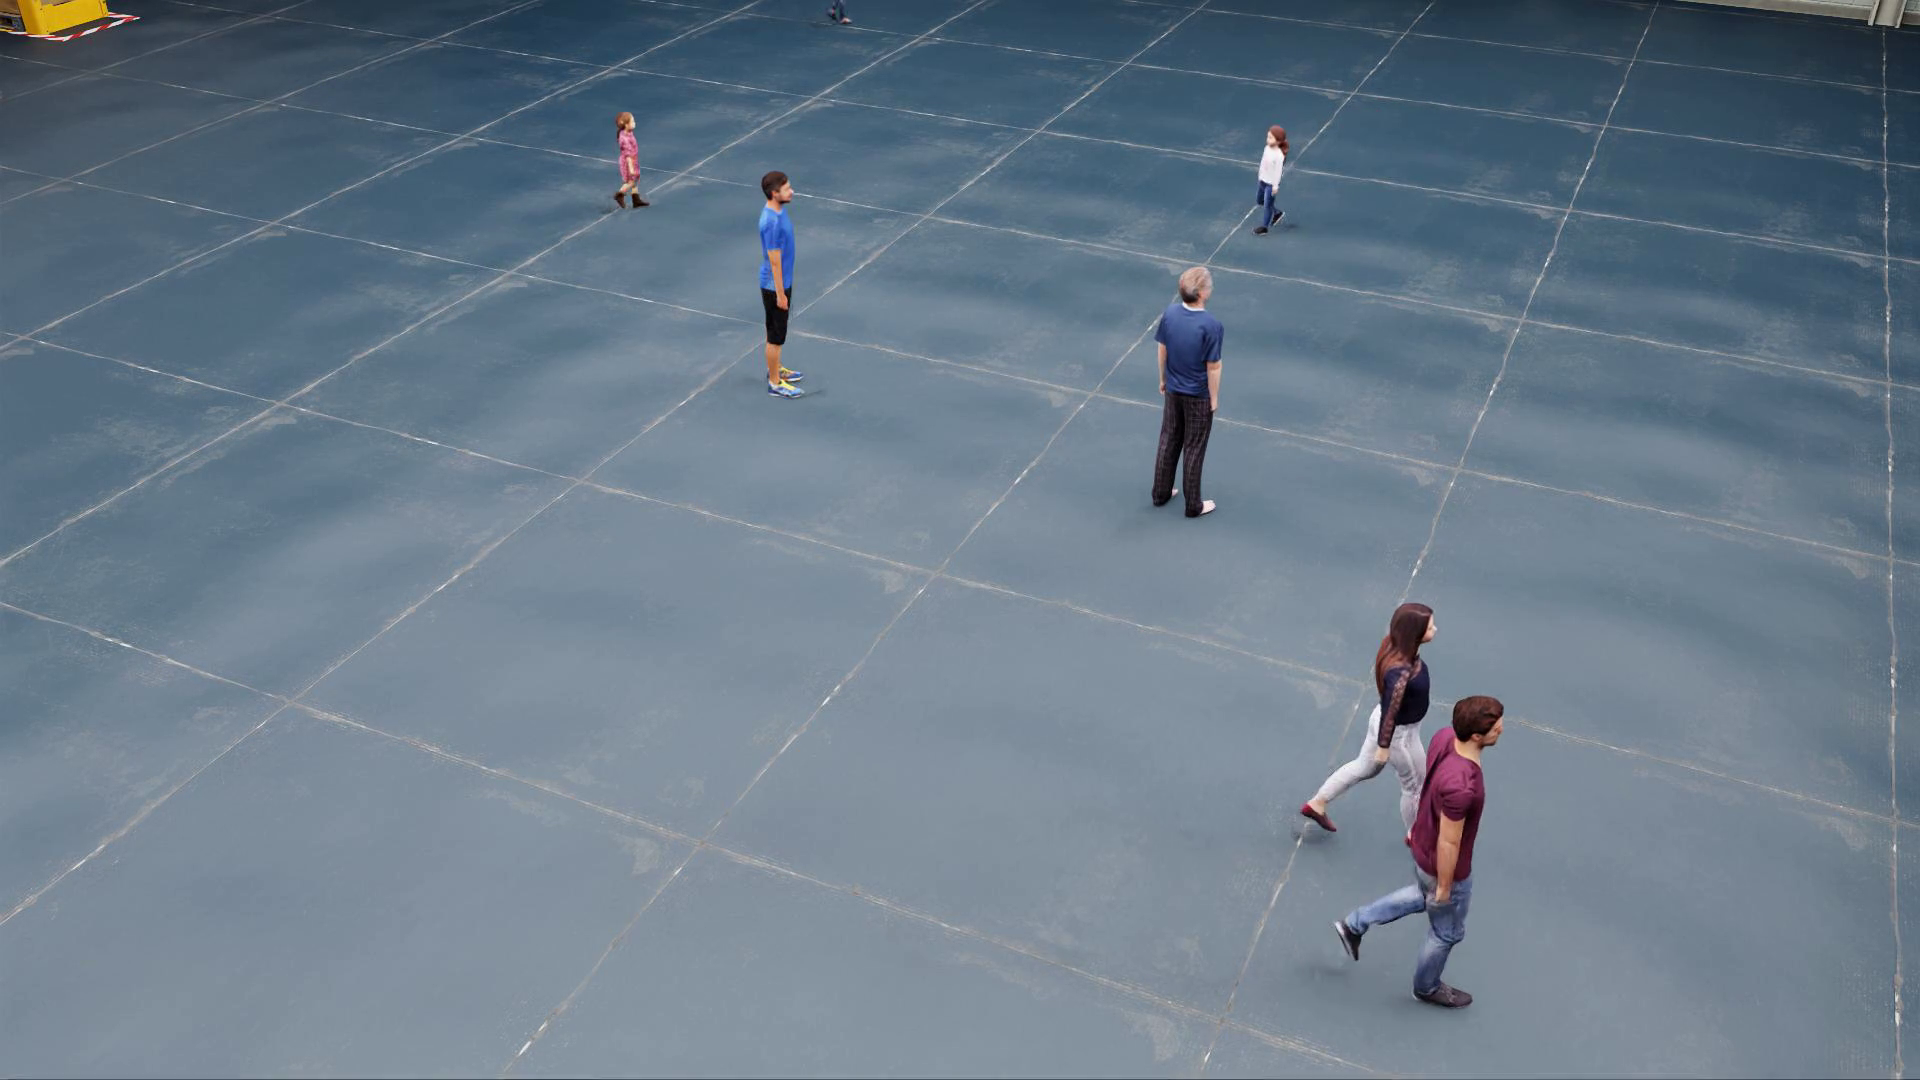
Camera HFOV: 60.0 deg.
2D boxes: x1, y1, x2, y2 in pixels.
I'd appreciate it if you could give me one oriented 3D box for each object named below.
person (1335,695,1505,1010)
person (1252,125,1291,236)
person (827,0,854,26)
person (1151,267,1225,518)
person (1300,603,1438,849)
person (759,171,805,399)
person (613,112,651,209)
[{"bbox_3d":[2.195,1.463,7.849,1.022,1.835,0.847,3,32,5],"label":"person"},{"bbox_3d":[3.124,-3.588,16.538,0.692,1.108,0.634,-11,34,-17],"label":"person"},{"bbox_3d":[-1.697,-7.784,23.011,0.690,1.299,0.632,-12,34,-19],"label":"person"},{"bbox_3d":[1.621,-1.051,11.803,0.584,1.870,0.776,24,40,33],"label":"person"},{"bbox_3d":[2.237,1.009,8.811,1.123,1.576,0.797,4,33,7],"label":"person"},{"bbox_3d":[-1.482,-2.079,13.434,0.703,1.867,0.696,0,32,-1],"label":"person"},{"bbox_3d":[-3.438,-3.894,17.107,0.672,1.019,0.594,-6,33,-10],"label":"person"}]
